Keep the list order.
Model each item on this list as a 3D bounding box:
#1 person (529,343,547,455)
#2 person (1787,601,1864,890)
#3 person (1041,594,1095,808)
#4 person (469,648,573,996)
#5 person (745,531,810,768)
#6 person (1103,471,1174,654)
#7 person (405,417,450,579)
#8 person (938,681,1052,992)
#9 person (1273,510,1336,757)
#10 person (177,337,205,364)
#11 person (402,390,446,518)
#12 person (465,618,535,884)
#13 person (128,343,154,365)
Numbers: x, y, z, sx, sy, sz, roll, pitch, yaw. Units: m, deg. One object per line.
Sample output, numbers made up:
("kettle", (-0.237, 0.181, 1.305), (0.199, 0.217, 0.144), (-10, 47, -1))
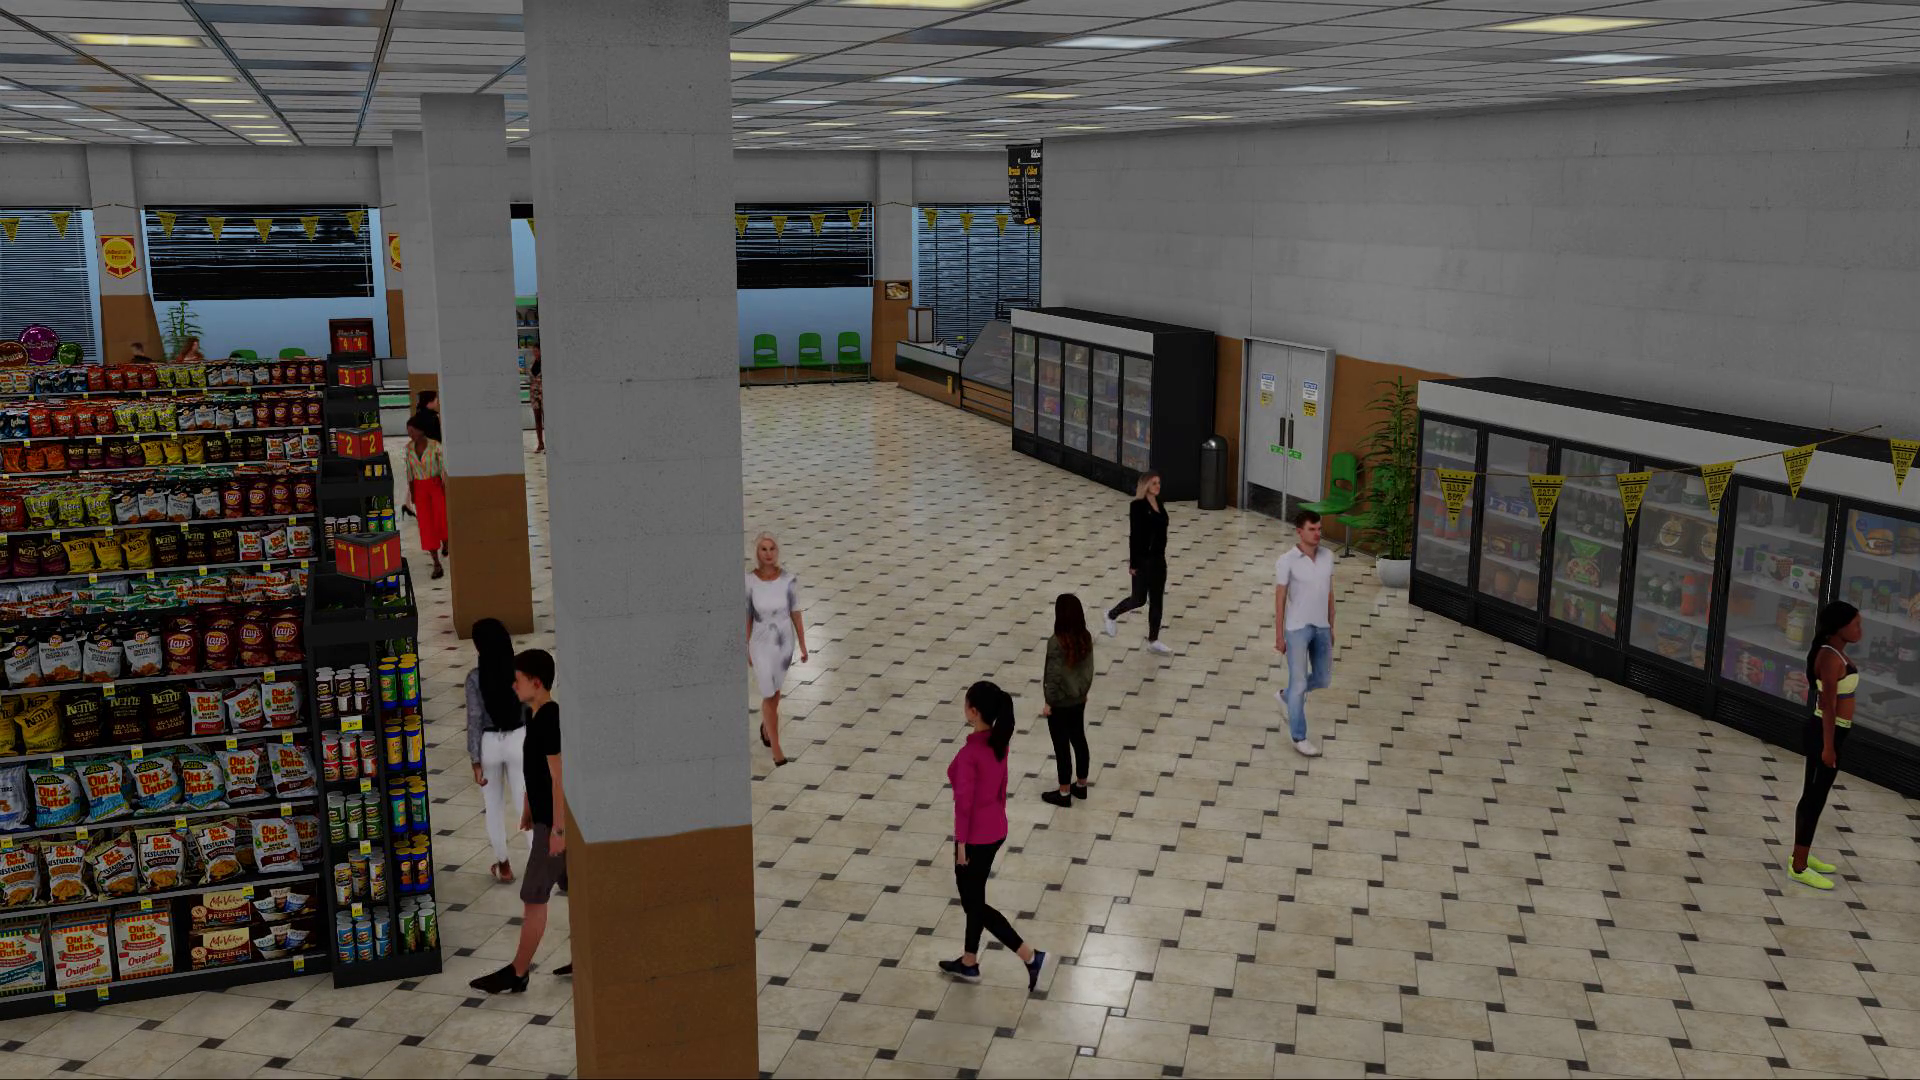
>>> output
("person", (-6.694, -2.270, 26.635), (0.664, 1.792, 0.728), (5, 13, 23))
("person", (5.256, 1.223, 10.136), (0.701, 1.754, 0.629), (6, 13, 28))
("person", (0.740, 1.089, 11.452), (0.570, 1.475, 0.705), (-11, 16, -43))
("person", (-2.036, 1.471, 8.772), (0.984, 1.832, 0.707), (-5, 13, -21))
("person", (-1.413, 0.790, 12.324), (1.002, 1.700, 0.696), (-5, 13, -23))
("person", (1.642, 0.199, 15.204), (0.953, 1.671, 0.999), (10, 15, 39))
("person", (-5.769, -0.468, 18.152), (0.928, 1.762, 0.844), (-1, 12, -6))
("person", (0.176, 1.573, 8.657), (0.987, 1.680, 0.992), (8, 14, 33))
("person", (2.565, 0.670, 12.558), (0.864, 1.839, 0.761), (-5, 13, -24))
("person", (-13.342, -2.656, 28.764), (0.988, 1.670, 0.904), (-9, 15, -37))
("person", (-6.873, -1.053, 21.258), (1.156, 1.626, 0.845), (-7, 14, -31))
("person", (-2.671, 1.316, 9.850), (1.024, 1.692, 0.746), (-6, 13, -26))
("person", (-13.662, -2.451, 27.920), (1.061, 1.616, 1.080), (8, 14, 32))
